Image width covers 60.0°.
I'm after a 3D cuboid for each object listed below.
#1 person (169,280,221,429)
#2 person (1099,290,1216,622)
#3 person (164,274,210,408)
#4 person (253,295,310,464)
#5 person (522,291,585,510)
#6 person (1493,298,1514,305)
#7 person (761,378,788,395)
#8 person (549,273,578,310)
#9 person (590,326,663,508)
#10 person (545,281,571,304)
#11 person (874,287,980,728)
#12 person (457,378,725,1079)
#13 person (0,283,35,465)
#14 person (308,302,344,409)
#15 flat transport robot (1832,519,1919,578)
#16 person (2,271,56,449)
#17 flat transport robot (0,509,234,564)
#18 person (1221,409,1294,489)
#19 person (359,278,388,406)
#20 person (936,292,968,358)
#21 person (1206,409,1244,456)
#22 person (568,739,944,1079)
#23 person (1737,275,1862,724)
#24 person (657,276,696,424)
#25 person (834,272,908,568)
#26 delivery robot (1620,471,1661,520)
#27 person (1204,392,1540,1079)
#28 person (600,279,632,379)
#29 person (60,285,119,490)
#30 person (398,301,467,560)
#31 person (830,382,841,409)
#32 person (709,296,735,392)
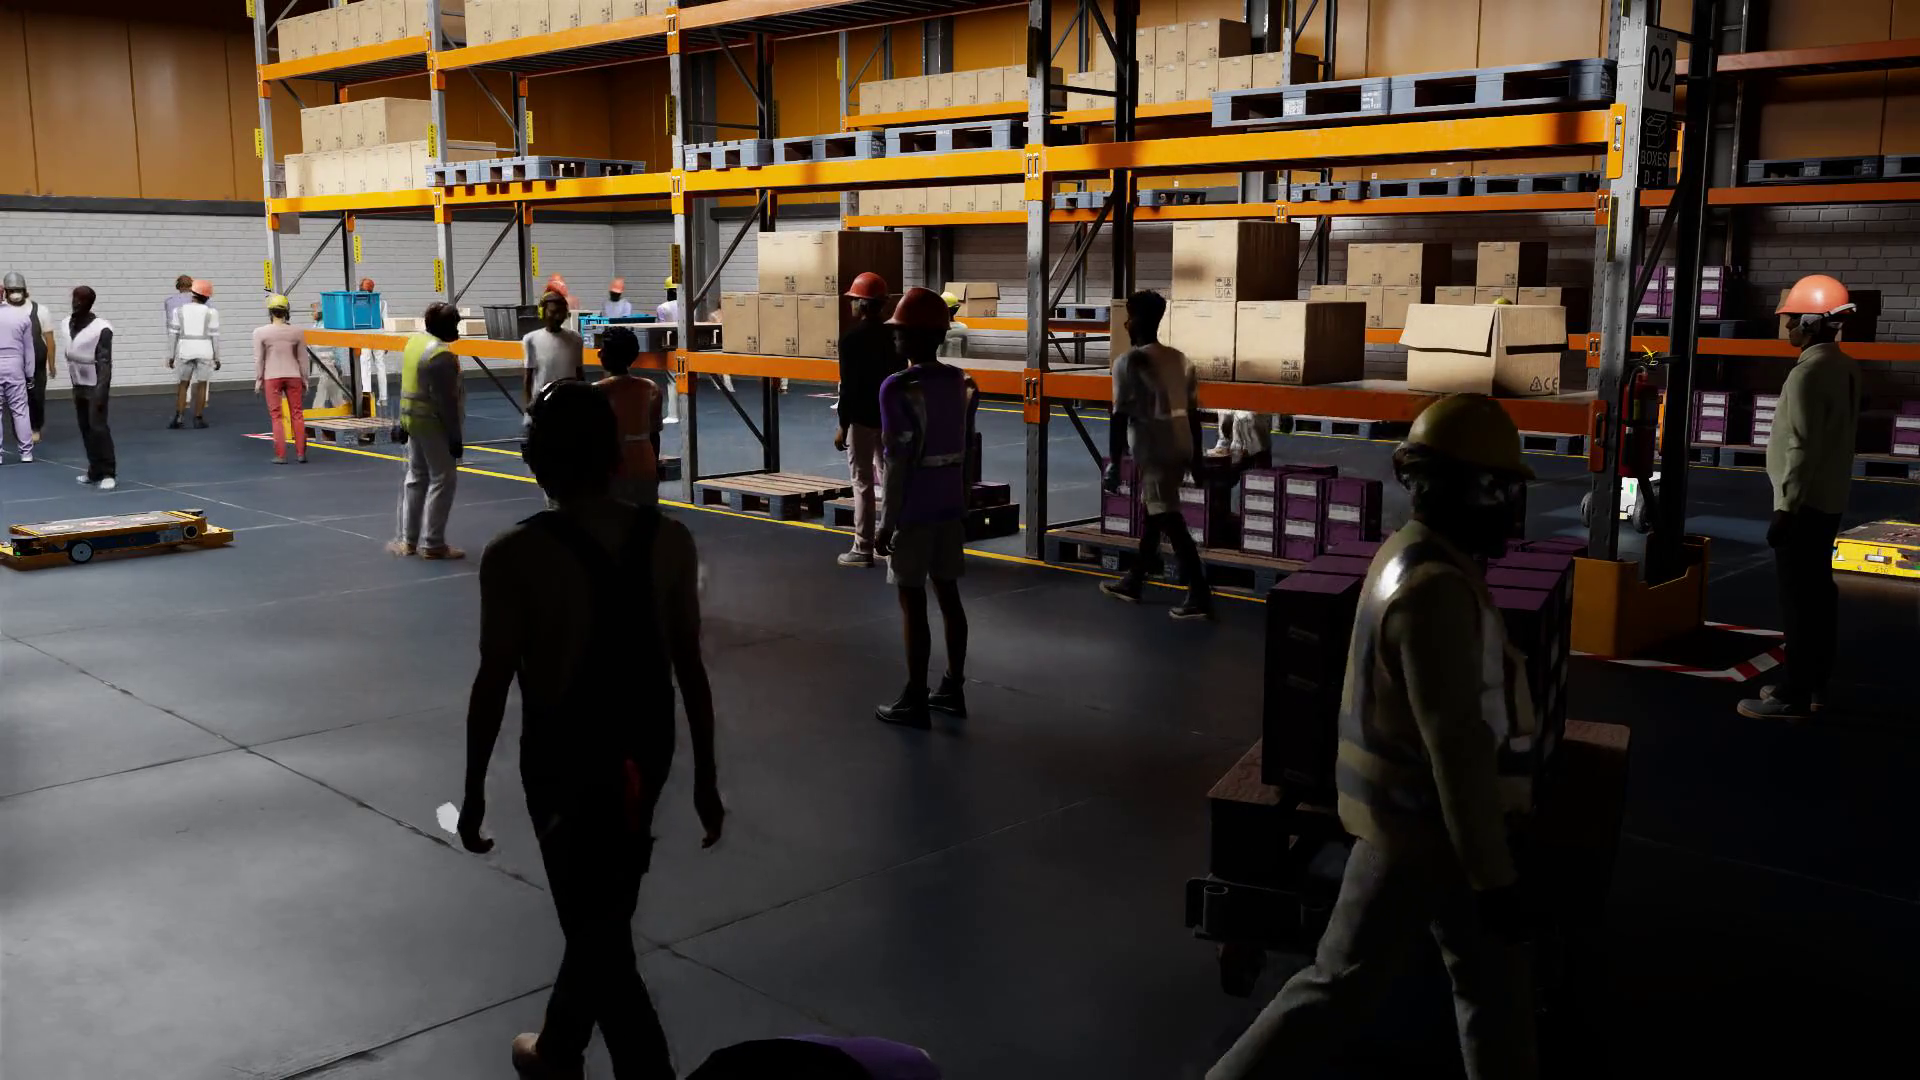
[{"bbox_3d":[-9.671,-2.335,21.024,0.655,1.889,0.402,-2,9,-11],"label":"person"},{"bbox_3d":[1.161,-0.499,9.721,0.617,1.909,0.987,-9,13,-44],"label":"person"},{"bbox_3d":[-11.238,-2.890,24.239,0.362,1.939,0.635,9,13,43],"label":"person"},{"bbox_3d":[-7.022,-1.649,17.255,0.549,1.748,0.381,-6,11,-33],"label":"person"},{"bbox_3d":[-3.191,-1.035,13.143,0.548,1.847,0.482,-4,10,-24],"label":"person"},{"bbox_3d":[5.174,-1.446,15.980,0.282,1.746,0.493,9,13,43],"label":"person"},{"bbox_3d":[-2.975,-3.290,26.695,0.362,1.939,0.635,9,13,43],"label":"person"},{"bbox_3d":[-6.326,-3.235,26.328,0.605,1.962,0.952,-3,10,-17],"label":"person"},{"bbox_3d":[-1.935,-0.373,9.541,0.315,1.700,0.541,9,13,43],"label":"person"},{"bbox_3d":[-4.826,-2.081,19.474,0.433,1.887,0.738,-6,11,-35],"label":"person"},{"bbox_3d":[-0.164,-0.142,7.380,0.340,1.942,0.552,9,13,43],"label":"person"},{"bbox_3d":[-0.797,0.534,3.736,0.522,1.793,0.998,-8,12,-41],"label":"person"},{"bbox_3d":[-9.914,-1.723,17.185,0.409,1.907,0.651,9,13,43],"label":"person"},{"bbox_3d":[-8.071,-2.180,20.908,0.552,1.599,0.812,9,13,43],"label":"person"},{"bbox_3d":[6.424,0.049,11.325,0.652,0.197,1.431,9,13,44],"label":"flat transport robot"},{"bbox_3d":[-10.672,-2.071,18.911,0.687,2.000,0.889,-6,11,-34],"label":"person"},{"bbox_3d":[-6.031,-0.036,11.842,0.652,0.197,1.431,9,13,44],"label":"flat transport robot"},{"bbox_3d":[2.196,-1.015,12.594,0.627,2.003,1.036,-8,12,-39],"label":"person"},{"bbox_3d":[-8.674,-2.895,24.441,0.347,1.884,0.584,9,13,43],"label":"person"},{"bbox_3d":[-0.126,-1.797,18.057,0.296,1.772,0.533,9,13,43],"label":"person"},{"bbox_3d":[2.915,-1.826,18.014,0.429,1.843,0.633,9,13,43],"label":"person"},{"bbox_3d":[-0.218,0.943,1.013,0.380,1.849,0.570,9,13,43],"label":"person"},{"bbox_3d":[3.782,-0.179,7.445,0.381,1.993,0.622,9,13,43],"label":"person"},{"bbox_3d":[-3.726,-2.483,21.783,0.366,1.926,0.594,9,13,43],"label":"person"},{"bbox_3d":[-0.601,-0.813,11.324,0.370,1.996,0.622,9,13,43],"label":"person"},{"bbox_3d":[5.244,-0.413,12.999,0.477,0.478,0.707,9,13,44],"label":"delivery robot"},{"bbox_3d":[0.911,0.583,3.513,0.940,1.782,0.614,3,10,19],"label":"person"},{"bbox_3d":[-5.443,-3.161,26.133,0.617,1.860,0.973,2,10,14],"label":"person"},{"bbox_3d":[-8.039,-1.402,15.332,0.768,1.873,0.393,6,11,31],"label":"person"},{"bbox_3d":[-3.705,-0.762,11.654,0.436,1.800,0.775,-8,12,-41],"label":"person"},{"bbox_3d":[-1.645,-2.840,24.038,0.409,1.907,0.651,9,13,43],"label":"person"},{"bbox_3d":[-3.938,-3.261,27.623,0.525,1.609,0.843,-7,12,-37],"label":"person"}]
